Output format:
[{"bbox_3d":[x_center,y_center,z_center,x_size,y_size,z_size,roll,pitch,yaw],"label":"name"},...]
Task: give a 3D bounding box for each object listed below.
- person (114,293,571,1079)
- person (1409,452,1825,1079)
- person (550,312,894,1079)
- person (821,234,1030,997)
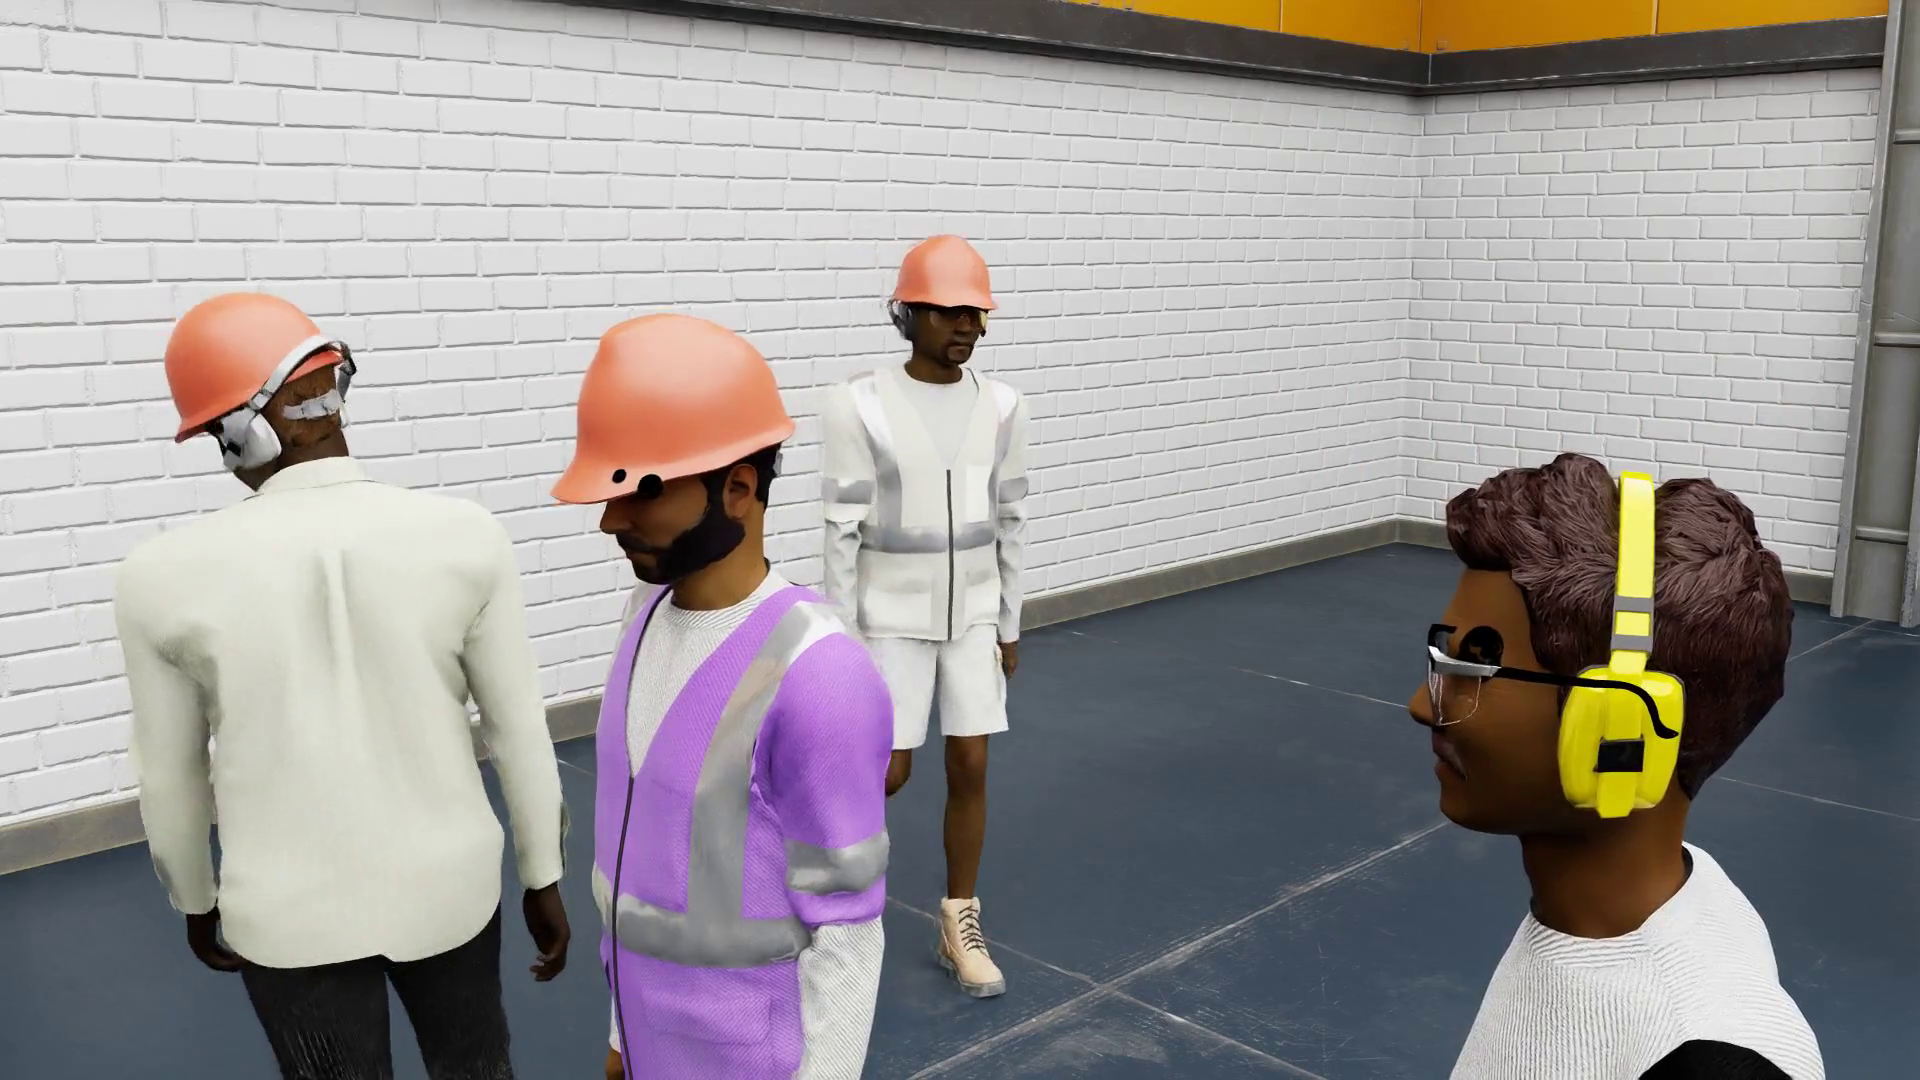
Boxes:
[{"bbox_3d":[-1.003,0.566,2.769,0.638,1.927,0.887,-6,12,-29],"label":"person"},{"bbox_3d":[0.450,0.864,1.296,0.328,1.874,0.521,3,11,14],"label":"person"},{"bbox_3d":[-0.323,0.676,2.162,0.366,1.931,0.542,-8,13,-39],"label":"person"},{"bbox_3d":[-0.112,0.184,4.581,0.616,2.028,0.735,-4,11,-23],"label":"person"}]
